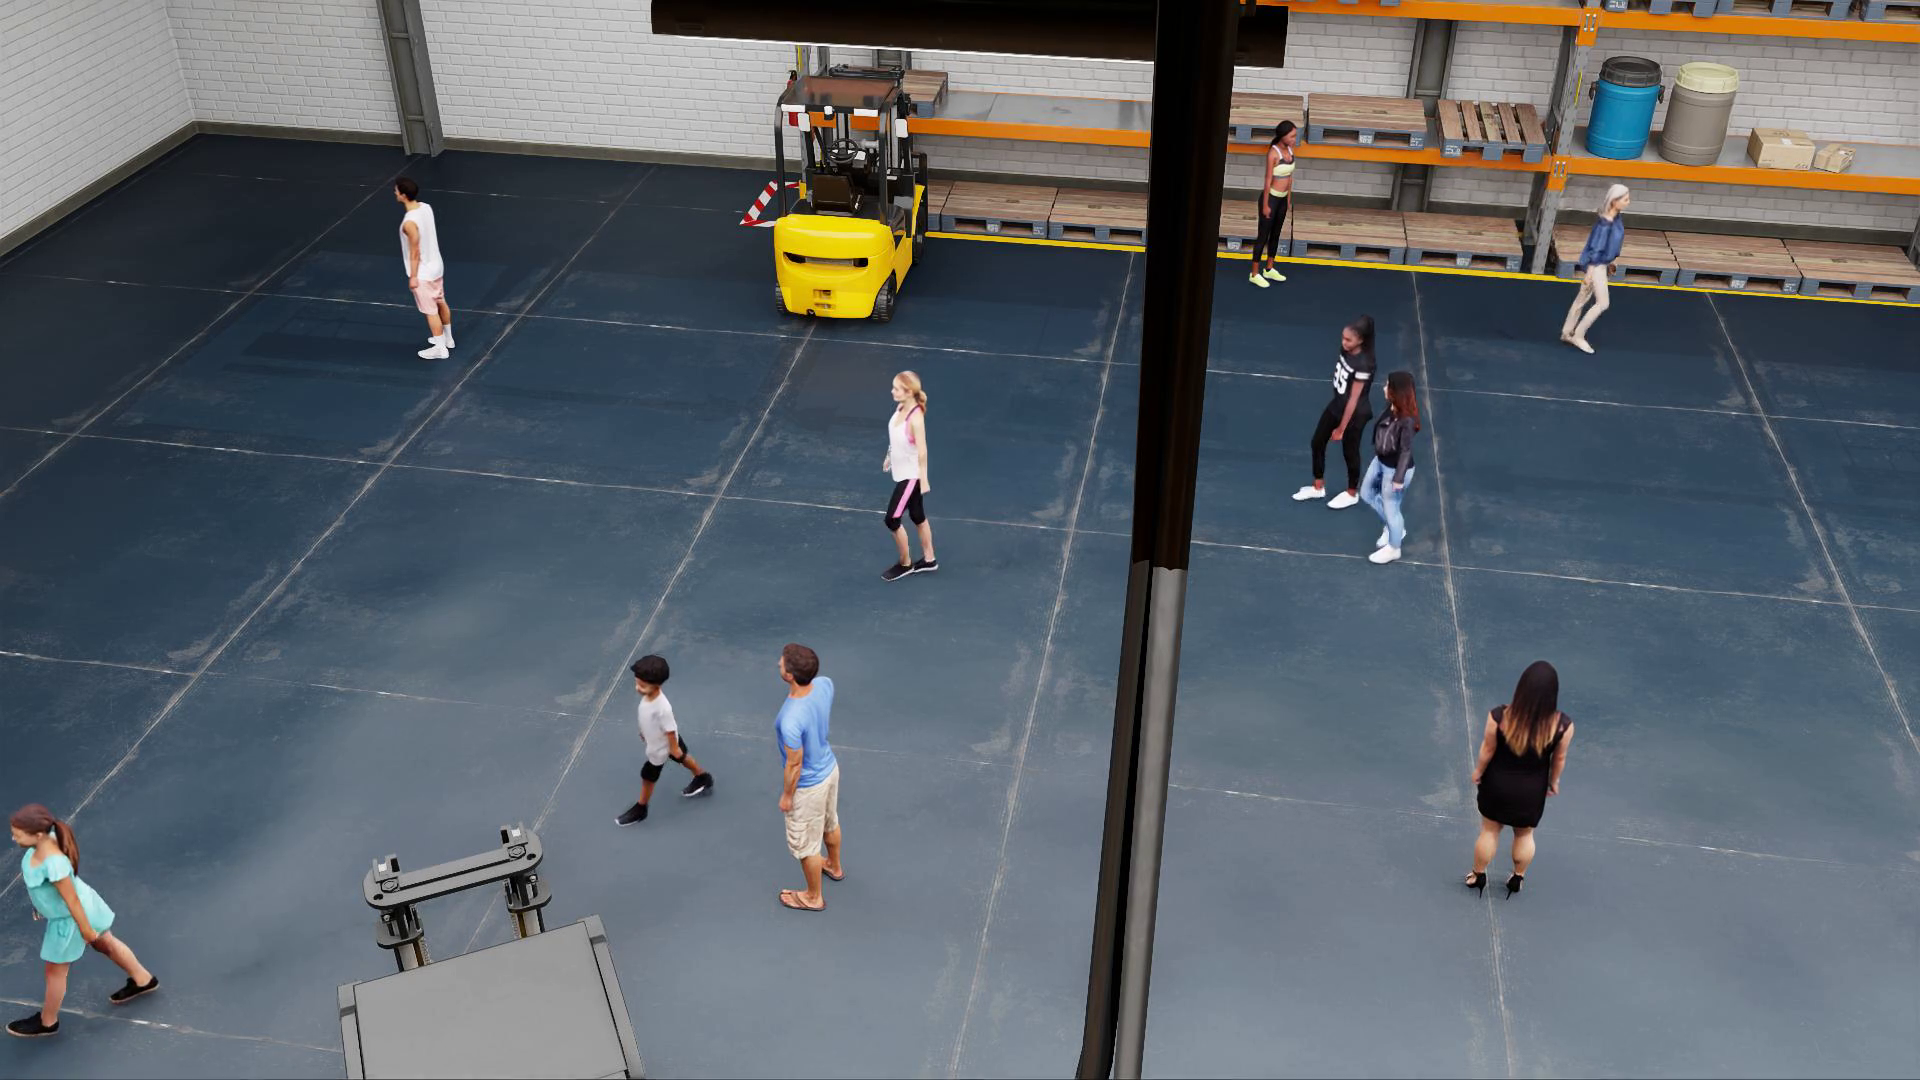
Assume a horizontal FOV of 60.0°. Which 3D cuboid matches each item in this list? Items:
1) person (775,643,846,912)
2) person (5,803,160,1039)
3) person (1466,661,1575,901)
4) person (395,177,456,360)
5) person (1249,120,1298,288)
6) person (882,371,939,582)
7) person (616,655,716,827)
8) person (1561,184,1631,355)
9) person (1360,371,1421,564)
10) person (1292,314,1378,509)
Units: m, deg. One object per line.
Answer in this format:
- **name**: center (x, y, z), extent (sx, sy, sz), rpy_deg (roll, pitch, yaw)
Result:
- **person**: center (-0.876, 1.375, 9.740), extent (0.651, 1.863, 0.705), rpy_deg (14, 36, 20)
- **person**: center (-4.784, 2.014, 9.086), extent (1.051, 1.523, 0.911), rpy_deg (-15, 37, -22)
- **person**: center (3.273, 1.435, 9.782), extent (0.519, 1.718, 0.699), rpy_deg (6, 34, 9)
- **person**: center (-5.063, -2.580, 15.759), extent (0.569, 1.789, 0.637), rpy_deg (4, 34, 6)
- **person**: center (3.226, -3.487, 17.155), extent (0.642, 1.753, 0.687), rpy_deg (-25, 41, -33)
- **person**: center (-0.288, -0.502, 12.649), extent (0.801, 1.769, 0.740), rpy_deg (-6, 34, -9)
- **person**: center (-1.835, 1.223, 10.543), extent (0.957, 1.227, 0.859), rpy_deg (-17, 37, -24)
- **person**: center (5.993, -2.621, 15.915), extent (0.704, 1.683, 0.695), rpy_deg (15, 36, 21)
- **person**: center (3.417, -0.576, 12.890), extent (0.720, 1.625, 0.790), rpy_deg (-4, 34, -6)
- **person**: center (3.217, -1.026, 13.473), extent (0.877, 1.731, 0.788), rpy_deg (-11, 35, -16)
